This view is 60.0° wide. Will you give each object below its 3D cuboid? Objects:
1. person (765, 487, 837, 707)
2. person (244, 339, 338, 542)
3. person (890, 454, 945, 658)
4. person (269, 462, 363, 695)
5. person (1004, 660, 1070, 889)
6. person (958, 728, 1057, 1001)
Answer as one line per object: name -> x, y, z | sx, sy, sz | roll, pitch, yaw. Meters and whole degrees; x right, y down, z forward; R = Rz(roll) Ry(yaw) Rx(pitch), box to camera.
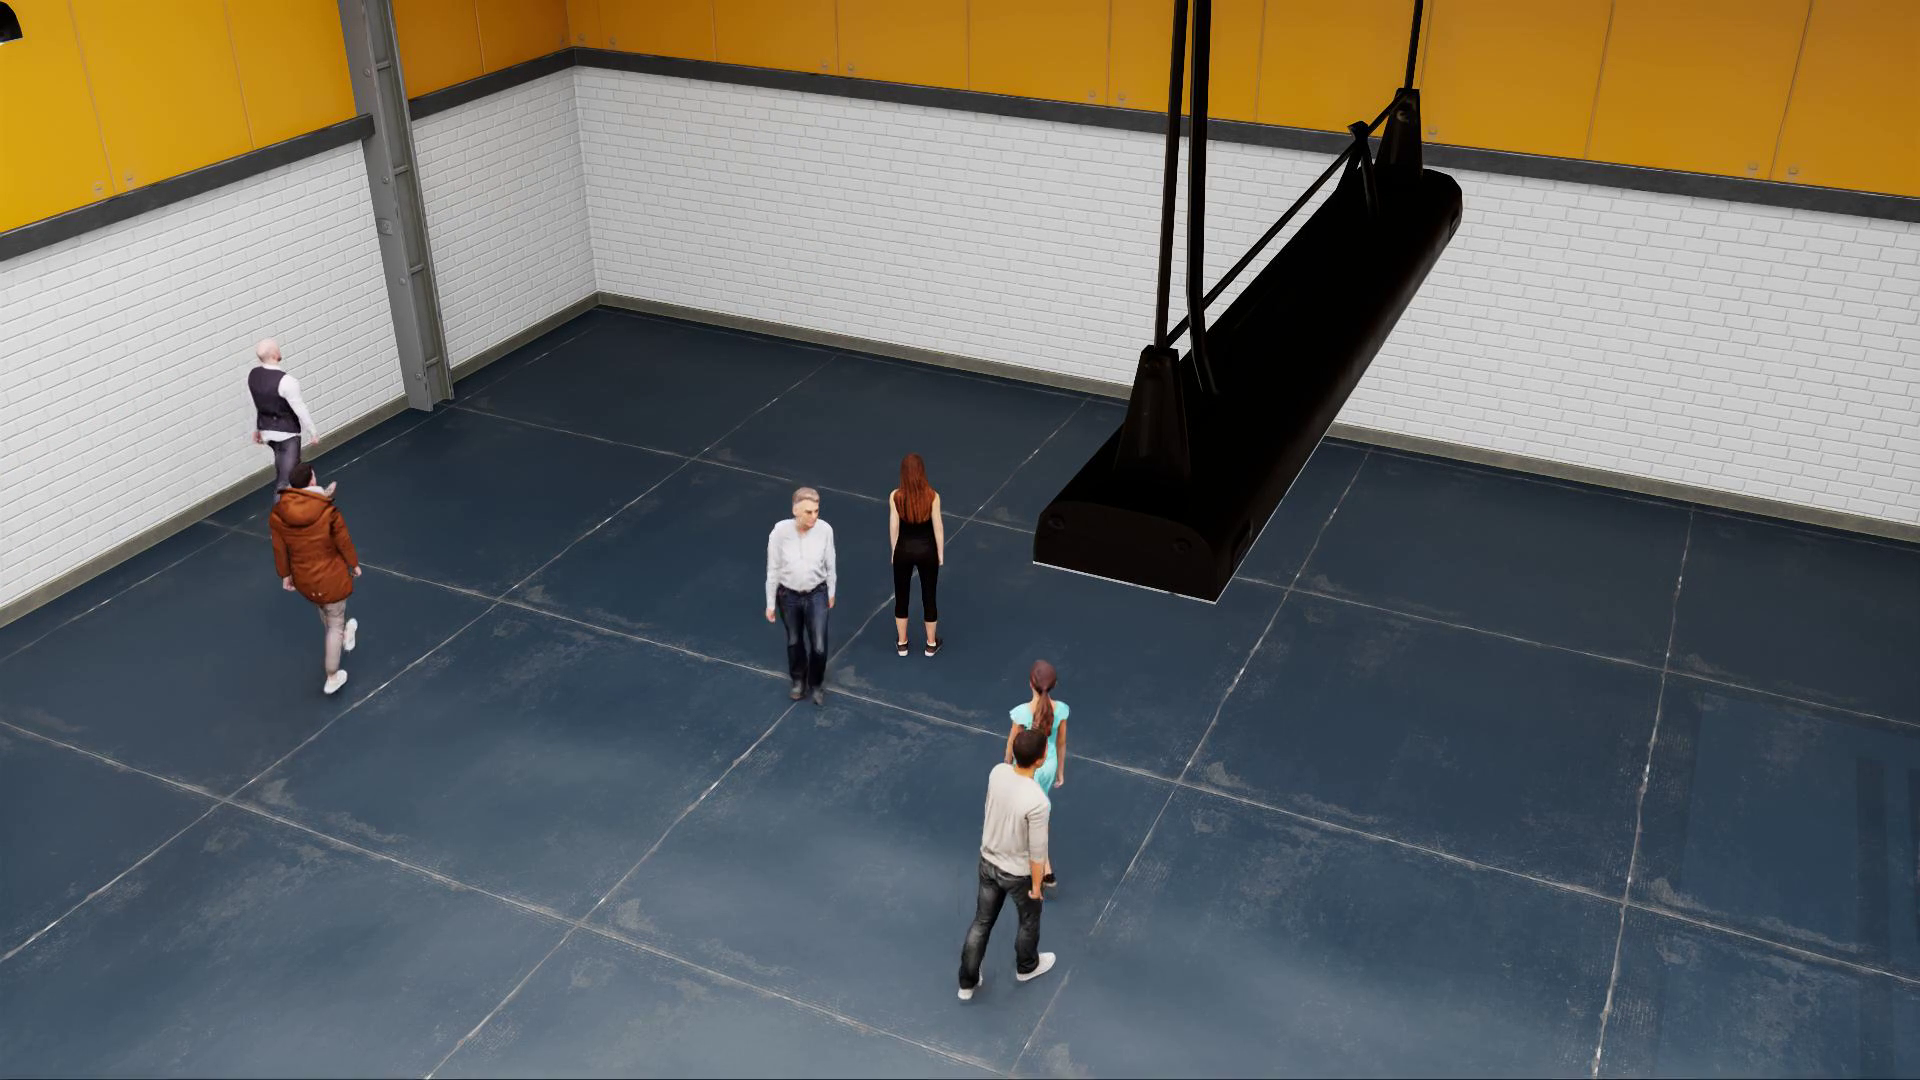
person -> -1.170, 0.360, 12.362 | 0.819, 1.798, 0.849 | 0, 29, 0
person -> -5.997, -0.840, 14.588 | 0.739, 1.774, 1.192 | 11, 30, 19
person -> -0.348, 0.115, 12.887 | 0.625, 1.726, 0.610 | 2, 29, 5
person -> -4.803, 0.328, 12.429 | 0.960, 1.791, 1.189 | 1, 29, 3
person -> 0.495, 1.494, 10.564 | 1.011, 1.530, 1.071 | -10, 30, -17
person -> 0.231, 1.894, 9.560 | 0.833, 1.787, 1.007 | 25, 37, 38
